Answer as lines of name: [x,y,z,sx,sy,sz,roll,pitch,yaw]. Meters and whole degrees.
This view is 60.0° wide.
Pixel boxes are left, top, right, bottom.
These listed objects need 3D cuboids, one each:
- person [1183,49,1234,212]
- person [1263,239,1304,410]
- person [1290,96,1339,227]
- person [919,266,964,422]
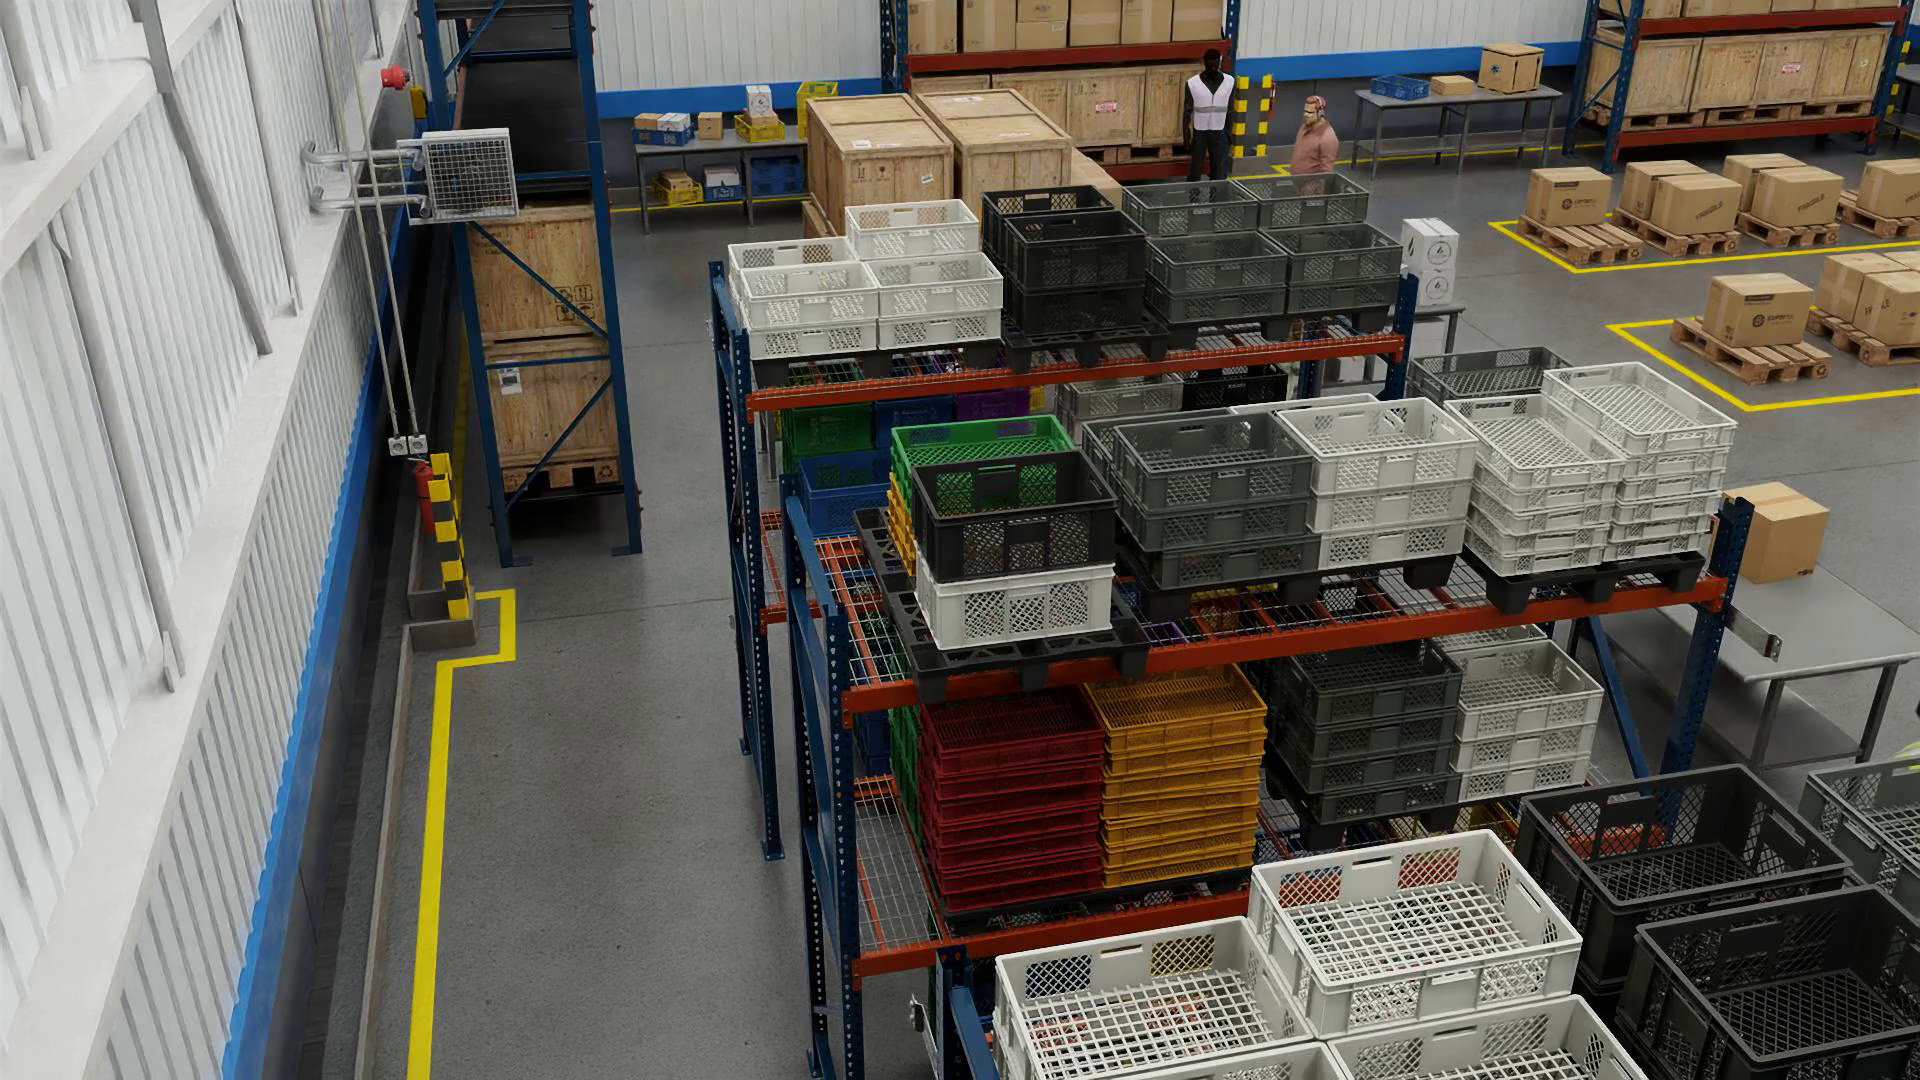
person: [2.859,-4.724,19.243,0.594,1.907,0.414,-5,28,-9]
person: [2.609,-1.548,13.257,0.323,1.866,0.530,-8,29,-15]
person: [3.596,-3.630,17.178,0.401,1.899,0.651,-6,28,-12]
person: [-0.147,-1.164,12.506,0.355,1.887,0.574,9,29,16]
